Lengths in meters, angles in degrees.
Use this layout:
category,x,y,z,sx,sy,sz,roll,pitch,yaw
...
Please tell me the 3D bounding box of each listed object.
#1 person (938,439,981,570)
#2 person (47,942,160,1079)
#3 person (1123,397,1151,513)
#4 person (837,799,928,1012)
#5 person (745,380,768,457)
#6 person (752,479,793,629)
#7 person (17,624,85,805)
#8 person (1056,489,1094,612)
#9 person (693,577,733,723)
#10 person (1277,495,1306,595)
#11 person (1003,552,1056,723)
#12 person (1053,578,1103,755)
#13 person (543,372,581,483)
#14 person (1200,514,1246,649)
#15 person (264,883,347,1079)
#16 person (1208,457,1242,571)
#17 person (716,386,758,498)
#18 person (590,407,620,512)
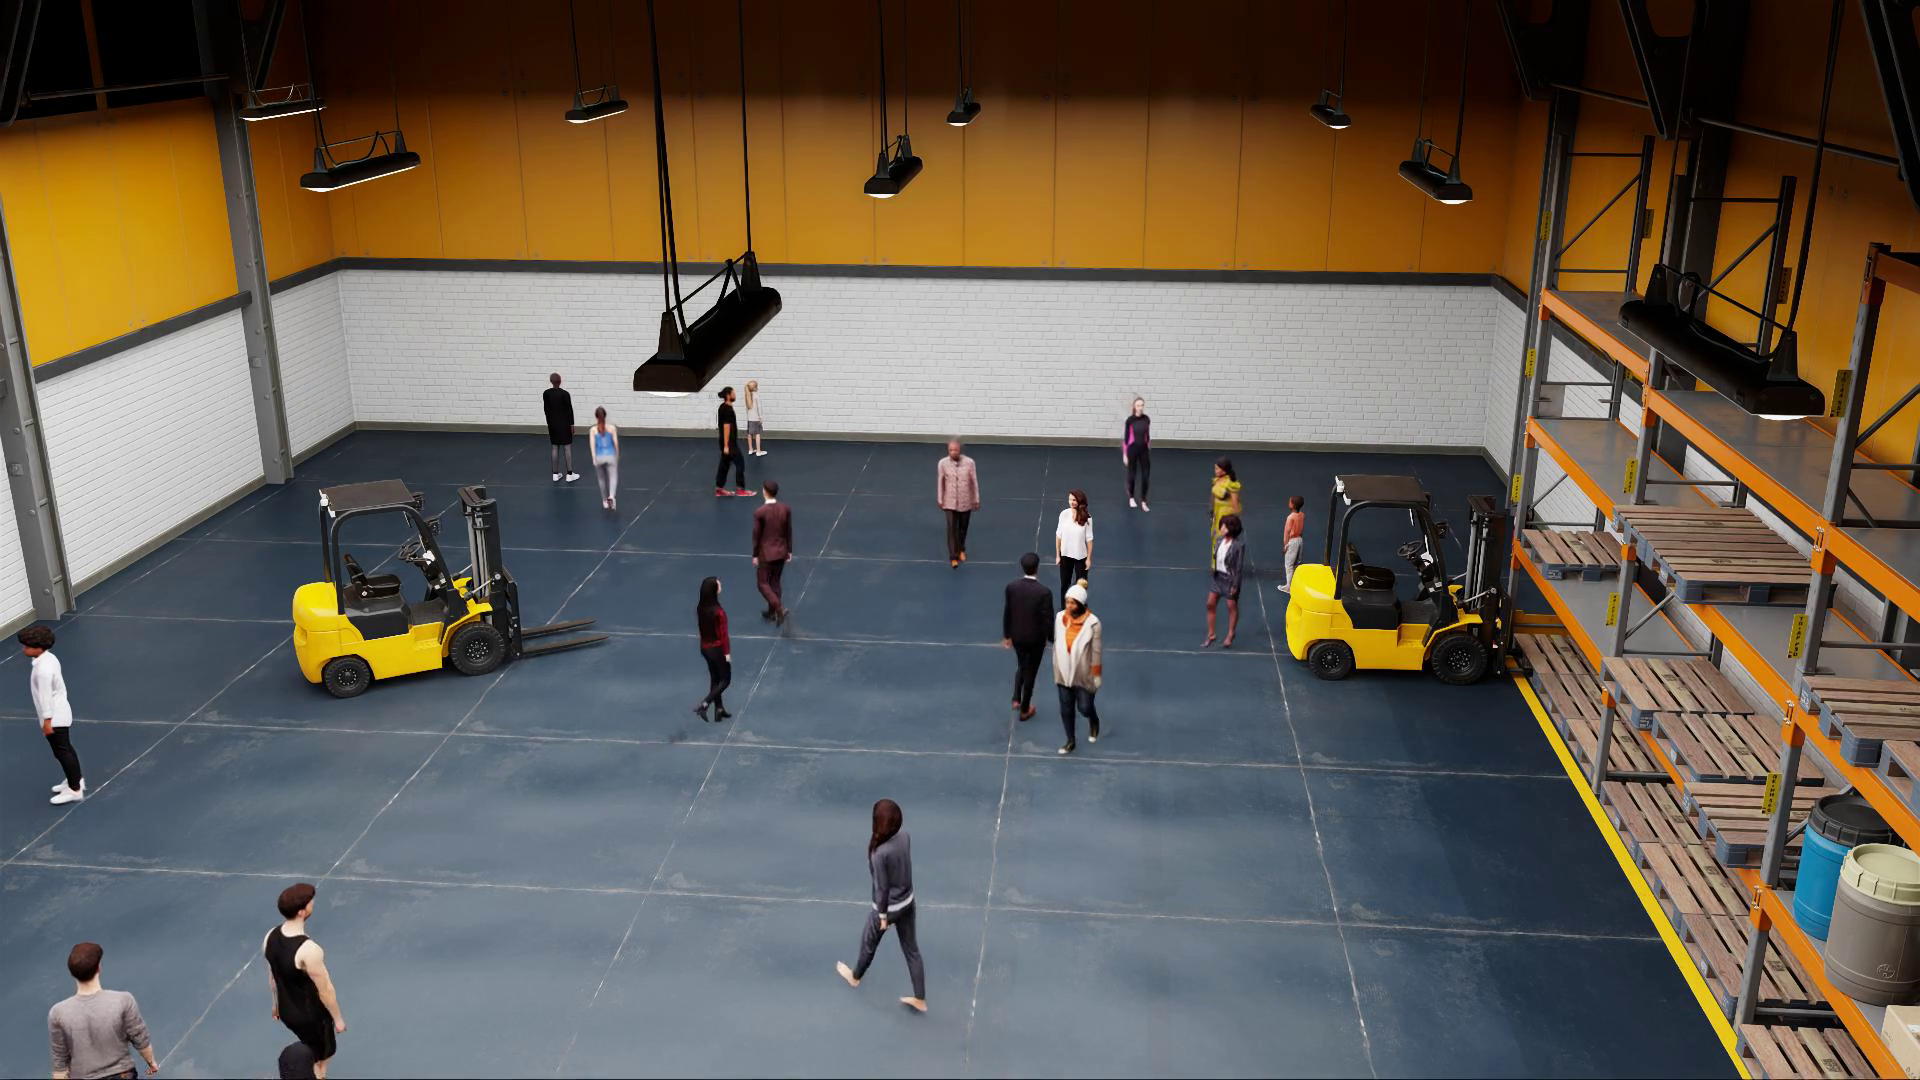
category,x,y,z,sx,sy,sz,roll,pitch,yaw
person,-0.025,-0.526,22.661,0.857,1.764,1.221,-2,19,-7
person,-5.426,3.503,10.537,1.053,1.866,1.271,-7,20,-20
person,2.653,-1.322,25.086,0.727,1.724,0.895,-3,19,-10
person,-0.443,2.833,12.757,1.067,1.719,1.104,15,24,37
person,-3.467,-2.064,27.995,0.596,1.275,0.644,14,23,37
person,-2.286,0.184,20.417,1.025,1.850,1.107,-13,22,-33
person,-8.776,1.660,16.105,0.769,1.804,0.655,-9,20,-24
person,1.404,0.233,20.360,0.666,1.794,0.611,7,20,20
person,-2.664,1.210,17.690,0.808,1.647,0.884,17,25,40
person,4.360,0.045,21.677,0.552,1.310,0.615,-16,24,-39
person,0.692,1.066,17.770,0.795,1.869,0.760,10,21,27
person,1.253,1.282,17.114,0.869,1.877,0.952,10,21,27
person,-6.379,-1.811,26.480,0.671,1.761,0.598,5,19,13
person,3.238,0.489,19.778,0.888,1.681,0.827,-14,23,-35
person,-4.520,3.238,11.311,0.812,1.874,0.800,10,21,28
person,3.600,-0.321,22.261,1.012,1.631,0.931,-8,20,-22
person,-3.634,-1.481,25.539,0.893,1.737,0.900,-5,19,-15
person,-5.292,-1.188,24.892,0.740,1.595,0.997,-4,19,-12
